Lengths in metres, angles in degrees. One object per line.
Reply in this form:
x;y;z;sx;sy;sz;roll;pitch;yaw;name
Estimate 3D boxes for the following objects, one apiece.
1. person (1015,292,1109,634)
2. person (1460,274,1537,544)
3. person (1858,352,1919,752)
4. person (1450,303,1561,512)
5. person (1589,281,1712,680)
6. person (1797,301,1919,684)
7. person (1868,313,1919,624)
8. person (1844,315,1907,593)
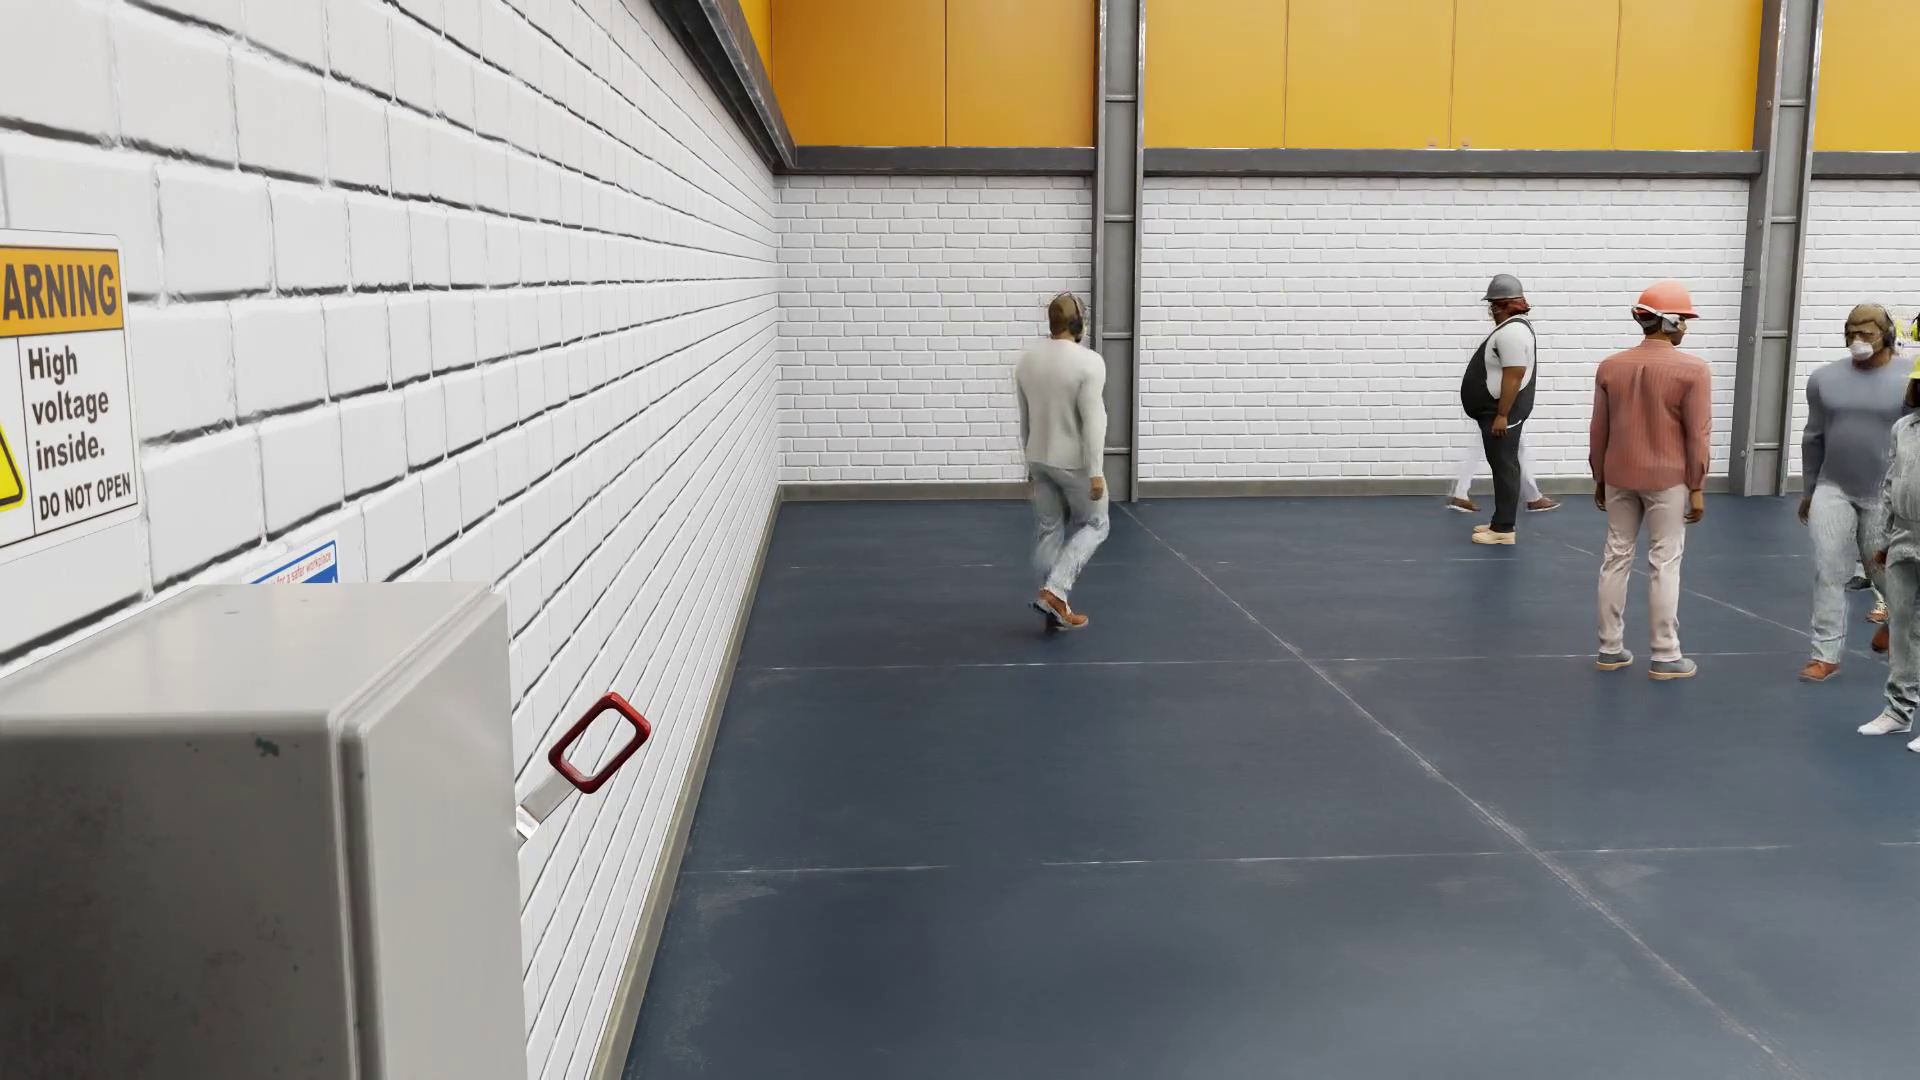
0.590;-0.417;9.329;0.653;1.926;0.432;9;13;44;person
4.068;-0.995;12.603;0.538;2.000;0.689;4;10;21;person
4.132;0.031;7.115;0.316;1.741;0.486;-3;10;-19;person
4.642;-1.132;14.172;0.984;1.817;0.540;-2;9;-12;person
3.480;-0.300;8.396;0.392;1.991;0.612;-7;12;-39;person
4.595;-0.248;8.384;0.888;1.908;0.637;-8;12;-40;person
5.559;-0.422;9.591;0.563;1.865;0.363;5;10;28;person
5.925;-0.550;10.582;0.621;1.802;0.599;-3;10;-20;person
